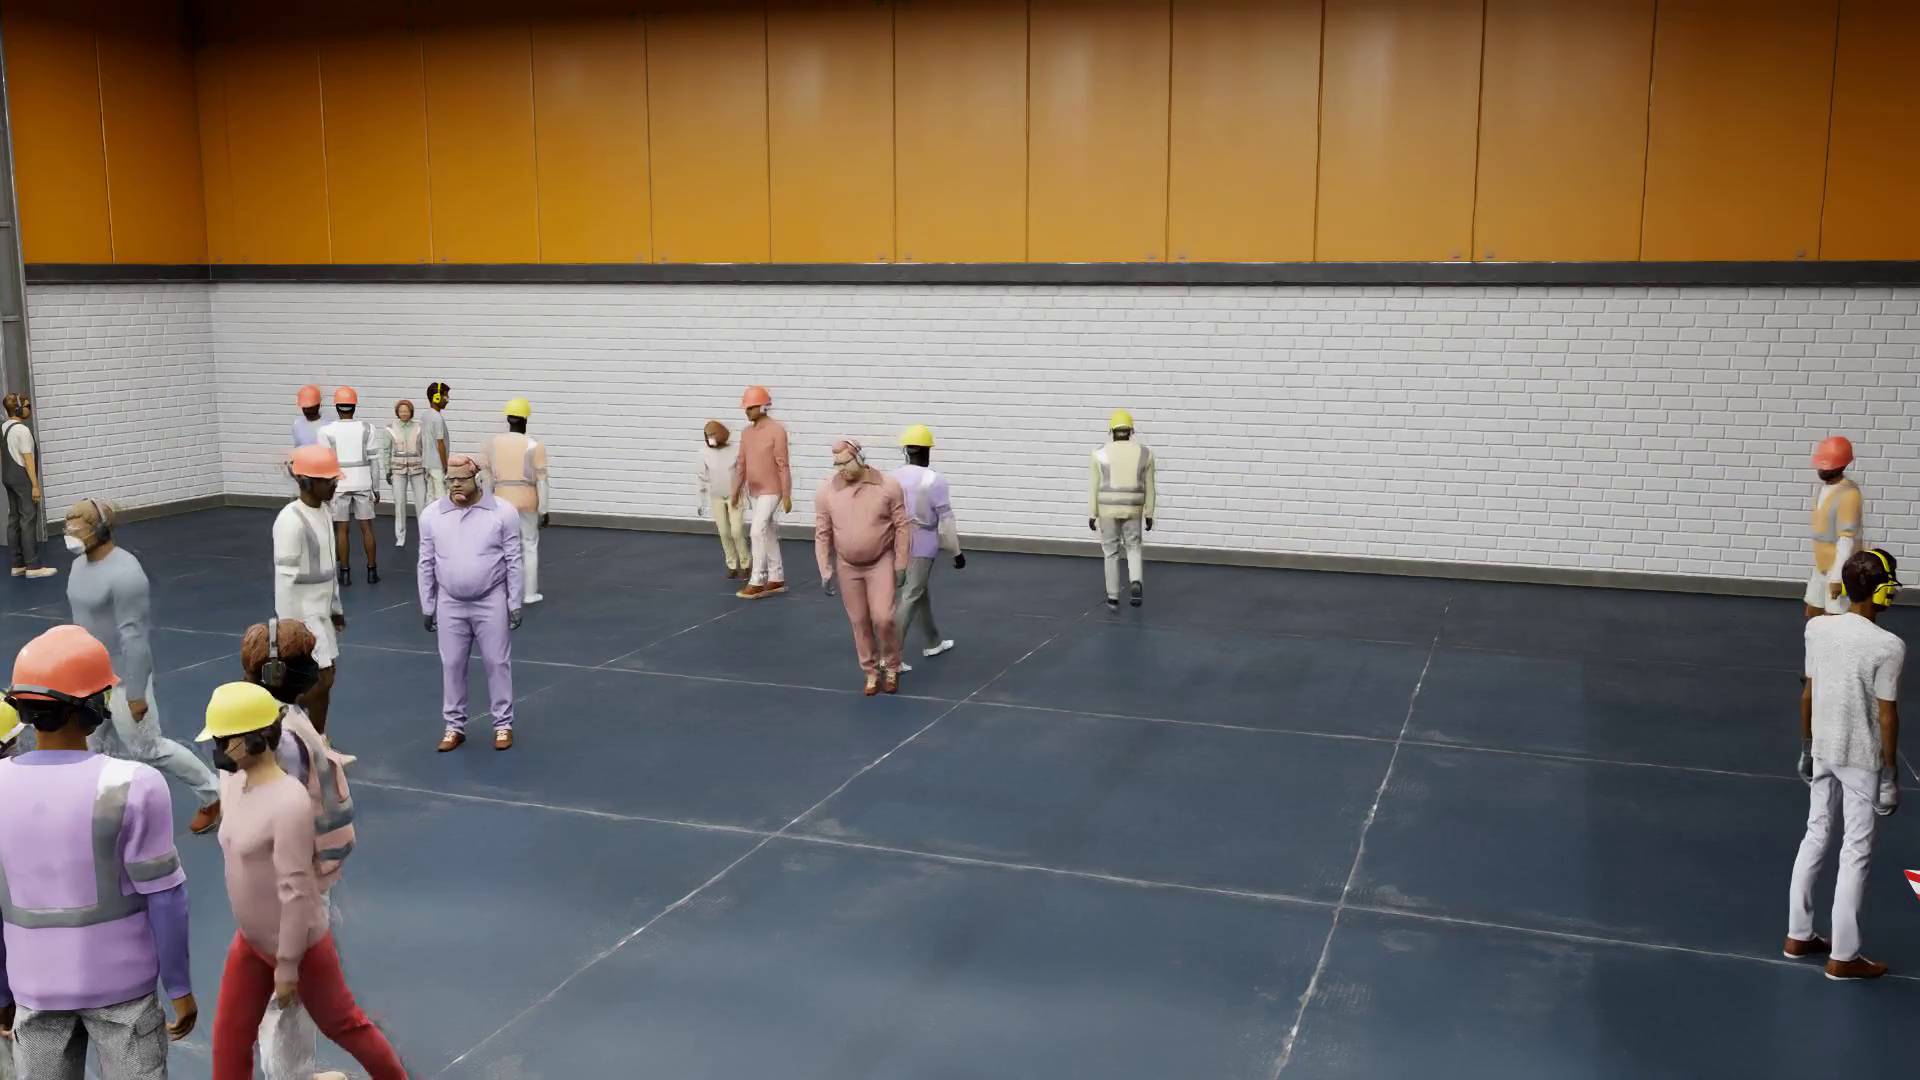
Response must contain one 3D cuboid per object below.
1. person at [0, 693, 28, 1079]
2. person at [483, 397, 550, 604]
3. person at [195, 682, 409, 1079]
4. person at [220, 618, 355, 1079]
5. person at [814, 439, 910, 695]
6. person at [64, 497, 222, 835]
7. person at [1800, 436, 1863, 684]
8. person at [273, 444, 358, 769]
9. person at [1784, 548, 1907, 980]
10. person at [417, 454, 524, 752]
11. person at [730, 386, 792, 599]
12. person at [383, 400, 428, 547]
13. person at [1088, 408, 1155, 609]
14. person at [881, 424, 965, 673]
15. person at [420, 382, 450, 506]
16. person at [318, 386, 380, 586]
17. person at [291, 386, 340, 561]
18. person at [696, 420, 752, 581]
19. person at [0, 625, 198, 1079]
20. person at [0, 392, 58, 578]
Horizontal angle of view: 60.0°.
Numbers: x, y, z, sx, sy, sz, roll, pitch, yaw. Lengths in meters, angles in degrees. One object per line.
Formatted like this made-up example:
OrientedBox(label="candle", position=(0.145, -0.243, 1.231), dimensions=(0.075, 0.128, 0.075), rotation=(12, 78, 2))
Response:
OrientedBox(label="person", position=(-2.932, 1.319, 5.063), dimensions=(0.489, 1.813, 0.611), rotation=(-2, 9, -13))
OrientedBox(label="person", position=(-4.013, -0.335, 15.049), dimensions=(0.615, 1.910, 0.565), rotation=(0, 9, 3))
OrientedBox(label="person", position=(-2.227, 1.302, 5.512), dimensions=(0.548, 1.721, 0.919), rotation=(8, 12, 42))
OrientedBox(label="person", position=(-2.355, 1.179, 5.867), dimensions=(0.429, 1.842, 0.633), rotation=(-5, 10, -29))
OrientedBox(label="person", position=(-0.699, 0.200, 11.894), dimensions=(0.684, 1.866, 0.479), rotation=(1, 9, 8))
OrientedBox(label="person", position=(-4.306, 0.703, 8.665), dimensions=(0.636, 1.909, 0.936), rotation=(7, 11, 37))
OrientedBox(label="person", position=(6.219, 0.187, 11.866), dimensions=(0.506, 1.890, 0.583), rotation=(1, 9, 4))
OrientedBox(label="person", position=(-3.912, 0.423, 10.010), dimensions=(0.544, 2.019, 0.652), rotation=(0, 9, -3))
OrientedBox(label="person", position=(3.835, 0.960, 7.181), dimensions=(0.319, 1.861, 0.514), rotation=(-3, 10, -19))
OrientedBox(label="person", position=(-3.098, 0.400, 10.536), dimensions=(0.657, 1.900, 0.399), rotation=(-1, 9, -4))
OrientedBox(label="person", position=(-1.939, -0.437, 15.494), dimensions=(0.795, 1.966, 0.666), rotation=(-8, 12, -41))
OrientedBox(label="person", position=(-6.104, -0.740, 18.428), dimensions=(0.513, 1.631, 0.318), rotation=(-3, 10, -16))
OrientedBox(label="person", position=(1.443, -0.262, 14.876), dimensions=(0.596, 1.820, 0.510), rotation=(0, 9, -3))
OrientedBox(label="person", position=(-0.334, 0.055, 12.767), dimensions=(0.600, 1.874, 1.010), rotation=(8, 12, 40))
OrientedBox(label="person", position=(-5.581, -0.755, 17.803), dimensions=(0.330, 1.865, 0.518), rotation=(-7, 12, -37))
OrientedBox(label="person", position=(-5.917, -0.524, 16.137), dimensions=(0.549, 1.936, 0.376), rotation=(-4, 10, -26))
OrientedBox(label="person", position=(-6.604, -0.650, 17.140), dimensions=(0.568, 1.871, 1.021), rotation=(0, 9, 1))
OrientedBox(label="person", position=(-2.303, -0.385, 16.316), dimensions=(0.532, 1.591, 0.463), rotation=(1, 9, 7))
OrientedBox(label="person", position=(-2.511, 1.252, 4.791), dimensions=(0.608, 2.044, 0.371), rotation=(0, 9, -3))
OrientedBox(label="person", position=(-9.325, -0.544, 16.546), dimensions=(0.505, 1.847, 0.344), rotation=(6, 11, 32))
